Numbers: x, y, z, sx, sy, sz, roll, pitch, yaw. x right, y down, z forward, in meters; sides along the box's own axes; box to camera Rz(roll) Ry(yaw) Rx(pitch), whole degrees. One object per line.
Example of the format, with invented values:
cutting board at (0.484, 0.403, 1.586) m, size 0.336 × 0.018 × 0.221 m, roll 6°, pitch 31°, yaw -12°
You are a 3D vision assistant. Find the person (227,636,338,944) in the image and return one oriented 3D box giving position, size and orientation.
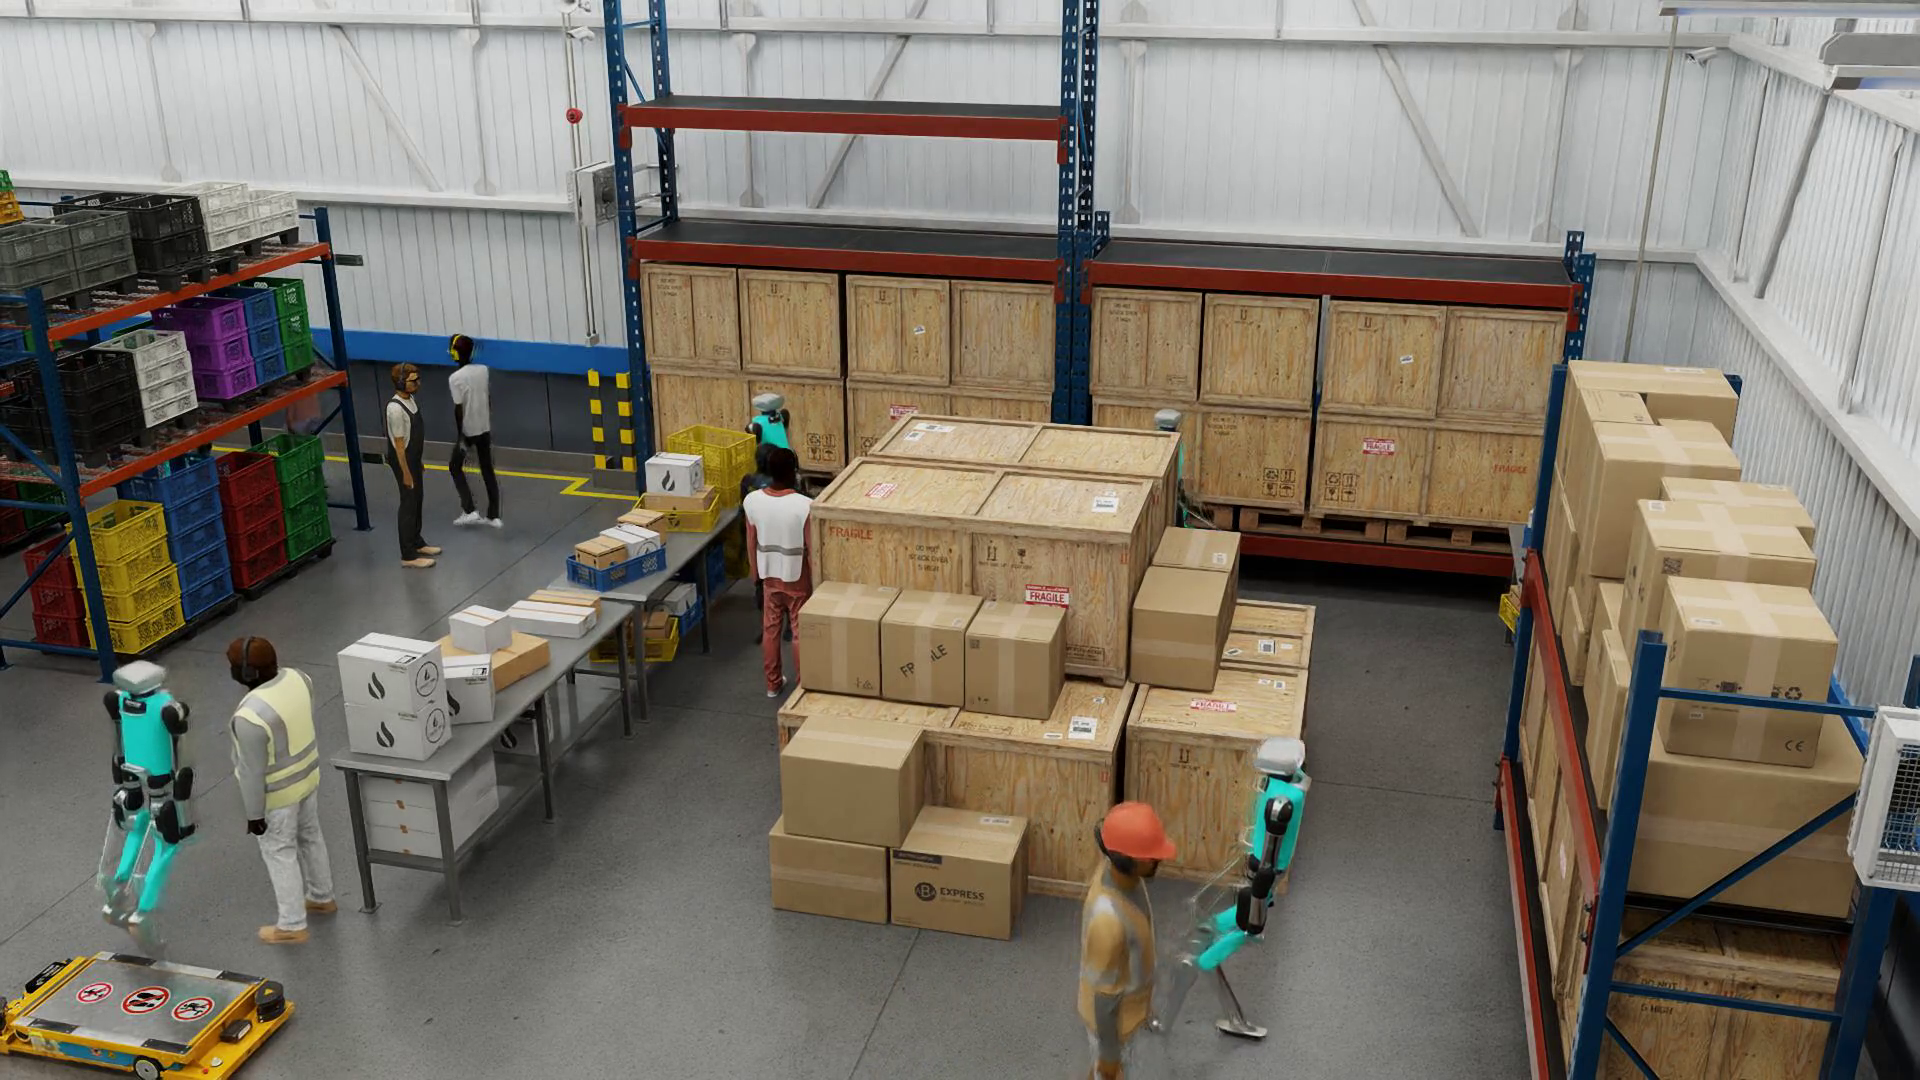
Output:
person at (-3.785, 1.378, 9.248) m, size 0.431 × 1.833 × 0.629 m, roll 3°, pitch 21°, yaw 9°

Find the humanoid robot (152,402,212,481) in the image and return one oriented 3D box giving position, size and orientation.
humanoid robot at (-7.091, -0.762, 15.088) m, size 0.534 × 1.848 × 0.894 m, roll -5°, pitch 21°, yaw -12°

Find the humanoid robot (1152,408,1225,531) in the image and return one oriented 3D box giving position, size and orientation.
humanoid robot at (1.855, -0.208, 13.504) m, size 0.967 × 1.734 × 0.534 m, roll 5°, pitch 22°, yaw 14°

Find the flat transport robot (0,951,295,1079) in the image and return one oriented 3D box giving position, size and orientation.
flat transport robot at (-4.270, 2.464, 8.601) m, size 1.431 × 0.231 × 0.659 m, roll 5°, pitch 22°, yaw 13°

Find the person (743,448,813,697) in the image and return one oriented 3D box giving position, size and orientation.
person at (-1.263, 0.258, 12.061) m, size 0.592 × 1.919 × 0.392 m, roll 7°, pitch 22°, yaw 19°

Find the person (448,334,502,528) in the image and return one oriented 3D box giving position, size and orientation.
person at (-4.558, -1.010, 15.473) m, size 0.590 × 1.851 × 0.501 m, roll 13°, pitch 25°, yaw 31°

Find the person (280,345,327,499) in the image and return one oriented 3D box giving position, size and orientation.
person at (-6.397, -1.208, 16.128) m, size 0.384 × 1.751 × 0.528 m, roll 8°, pitch 22°, yaw 20°

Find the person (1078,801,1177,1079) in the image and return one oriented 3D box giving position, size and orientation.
person at (0.711, 2.034, 7.244) m, size 0.388 × 2.040 × 0.613 m, roll 4°, pitch 21°, yaw 10°

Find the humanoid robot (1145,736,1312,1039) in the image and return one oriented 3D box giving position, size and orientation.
humanoid robot at (1.298, 1.812, 8.384) m, size 0.828 × 1.875 × 0.544 m, roll 7°, pitch 22°, yaw 18°

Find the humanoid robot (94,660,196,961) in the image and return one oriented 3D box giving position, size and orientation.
humanoid robot at (-4.455, 1.598, 8.862) m, size 0.530 × 1.799 × 0.814 m, roll 9°, pitch 23°, yaw 22°

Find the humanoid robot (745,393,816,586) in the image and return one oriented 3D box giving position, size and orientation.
humanoid robot at (-1.325, -0.344, 13.908) m, size 1.013 × 1.730 × 0.537 m, roll 10°, pitch 23°, yaw 24°

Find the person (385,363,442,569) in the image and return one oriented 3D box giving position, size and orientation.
person at (-4.816, -0.656, 14.573) m, size 0.346 × 1.837 × 0.500 m, roll -2°, pitch 21°, yaw -5°

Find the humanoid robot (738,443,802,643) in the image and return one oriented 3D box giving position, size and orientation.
humanoid robot at (-1.461, 0.014, 13.019) m, size 0.610 × 1.649 × 0.335 m, roll 8°, pitch 22°, yaw 19°
